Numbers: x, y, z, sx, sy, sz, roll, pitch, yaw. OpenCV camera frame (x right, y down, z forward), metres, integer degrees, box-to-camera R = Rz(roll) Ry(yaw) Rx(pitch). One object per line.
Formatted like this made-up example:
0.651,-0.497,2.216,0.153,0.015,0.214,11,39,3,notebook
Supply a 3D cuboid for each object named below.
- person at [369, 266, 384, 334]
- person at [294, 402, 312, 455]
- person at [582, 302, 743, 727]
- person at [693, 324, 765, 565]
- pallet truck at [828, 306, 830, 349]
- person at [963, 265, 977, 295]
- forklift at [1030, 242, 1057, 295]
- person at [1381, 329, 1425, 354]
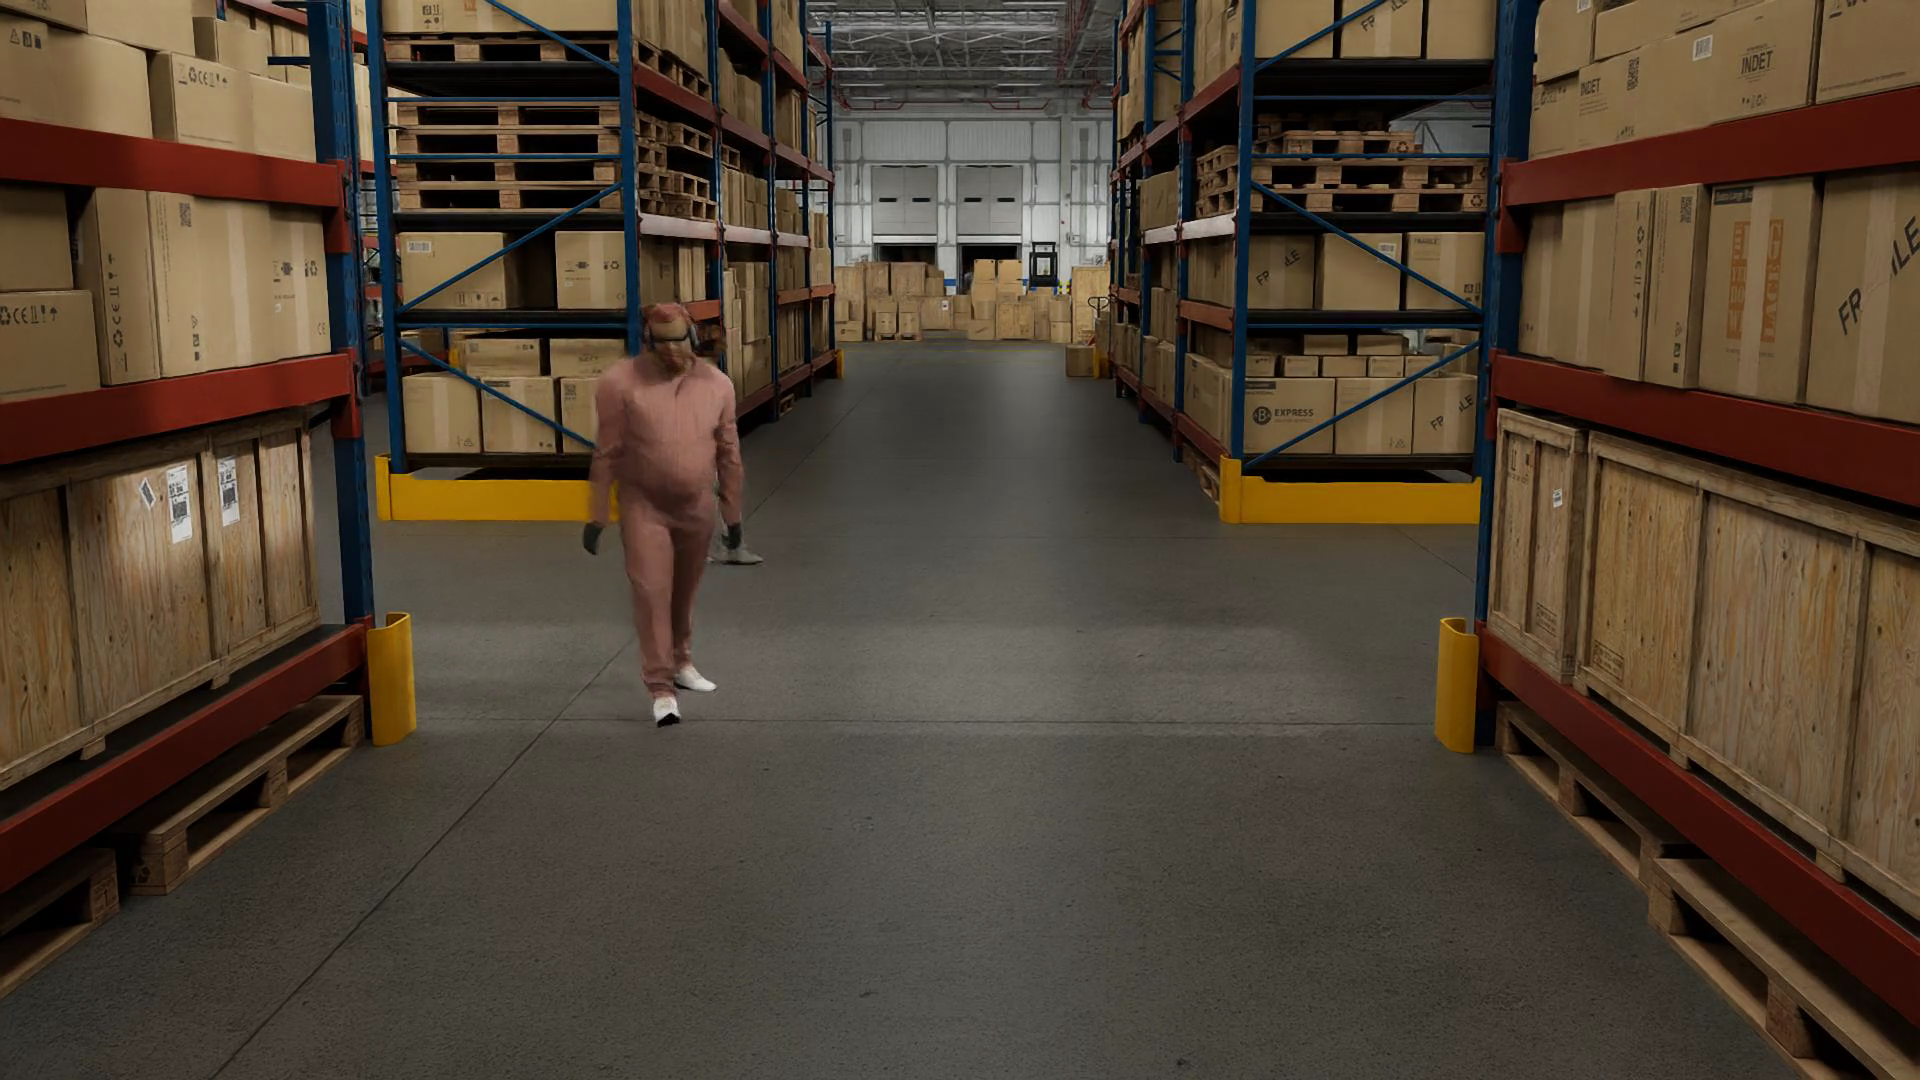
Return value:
-12.881,-5.040,36.554,0.766,1.945,0.609,-3,10,-18,person
-6.858,-1.758,17.063,0.645,1.893,0.422,2,10,13,person
-1.298,-0.120,7.392,0.729,1.842,0.992,-5,11,-29,person
-1.595,-0.624,11.079,0.702,1.611,0.558,-2,10,-10,person
-3.100,-3.940,29.800,1.885,1.965,0.823,3,10,19,pallet truck
0.420,-9.324,62.264,0.639,1.928,0.526,-7,12,-35,person
3.230,-10.146,64.339,1.129,2.768,1.873,0,9,1,forklift
5.266,-2.313,19.921,0.614,2.041,0.393,-3,10,-19,person
